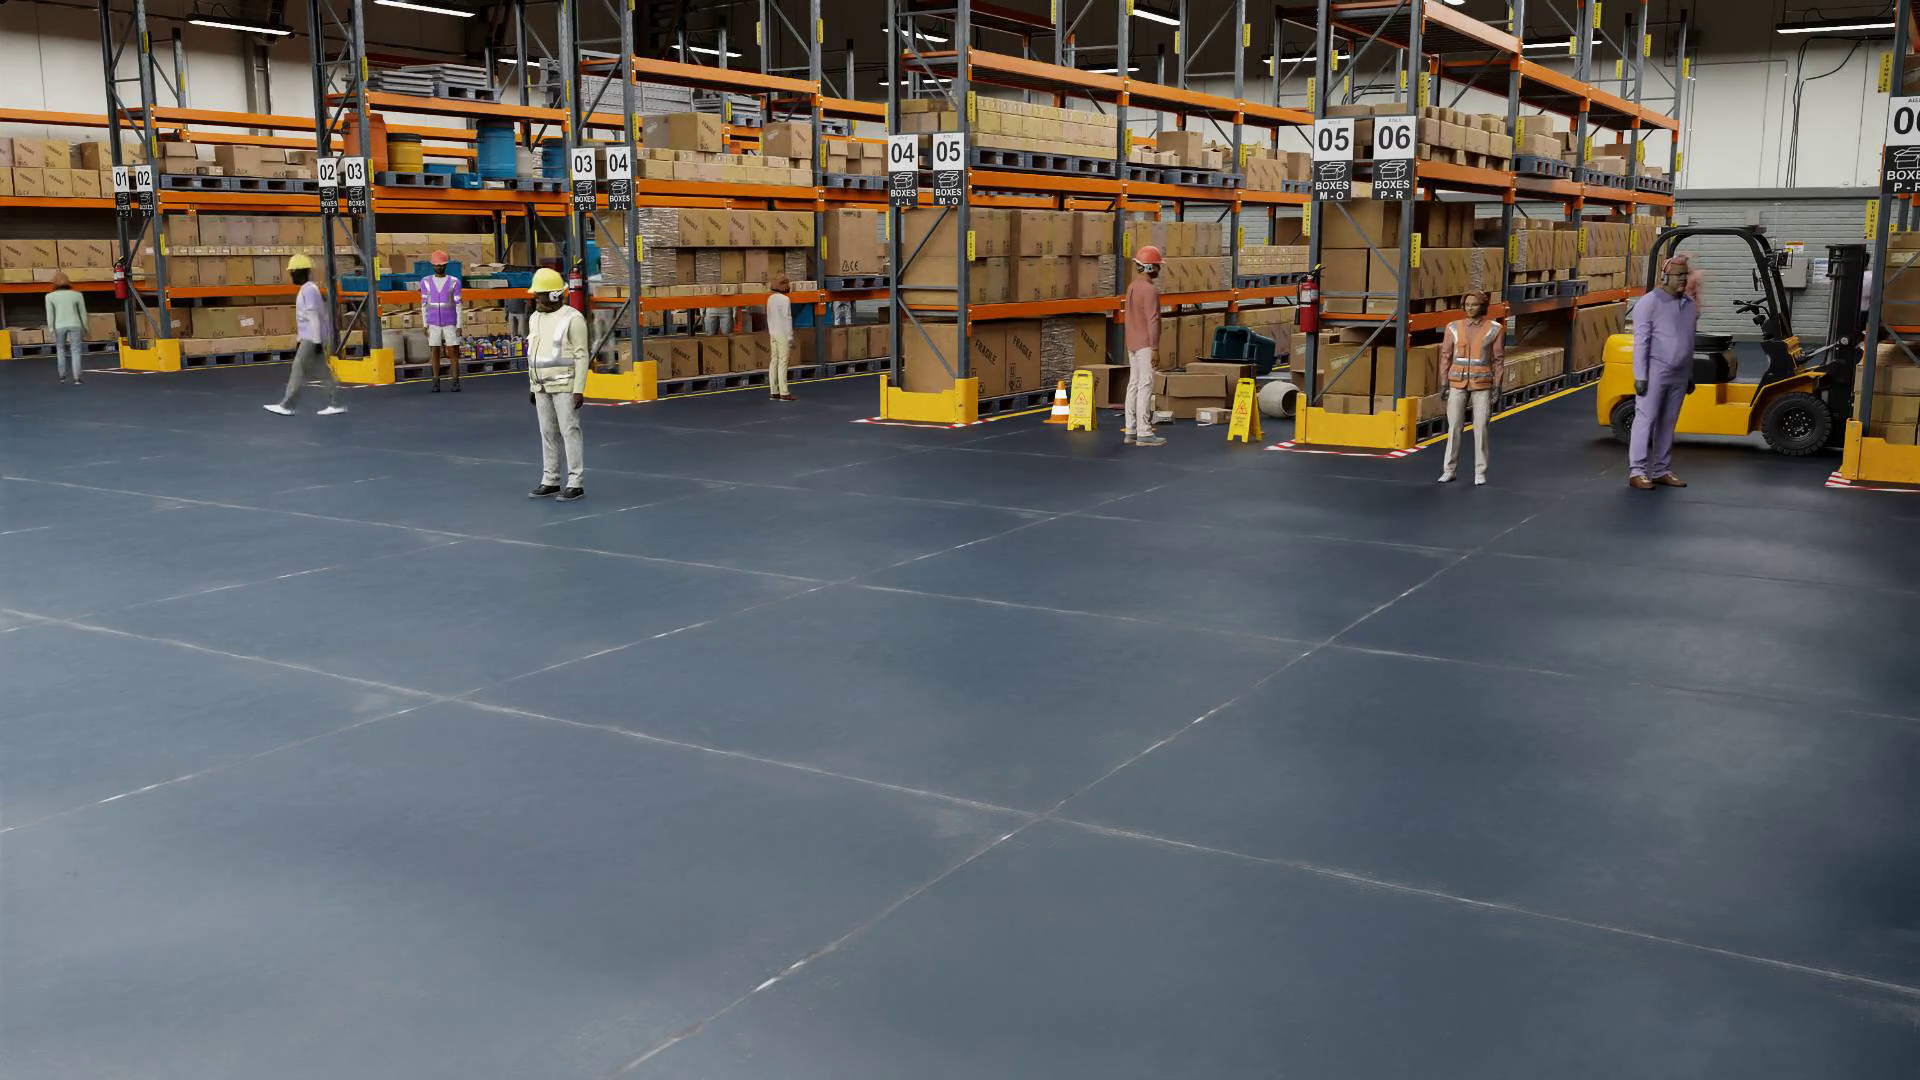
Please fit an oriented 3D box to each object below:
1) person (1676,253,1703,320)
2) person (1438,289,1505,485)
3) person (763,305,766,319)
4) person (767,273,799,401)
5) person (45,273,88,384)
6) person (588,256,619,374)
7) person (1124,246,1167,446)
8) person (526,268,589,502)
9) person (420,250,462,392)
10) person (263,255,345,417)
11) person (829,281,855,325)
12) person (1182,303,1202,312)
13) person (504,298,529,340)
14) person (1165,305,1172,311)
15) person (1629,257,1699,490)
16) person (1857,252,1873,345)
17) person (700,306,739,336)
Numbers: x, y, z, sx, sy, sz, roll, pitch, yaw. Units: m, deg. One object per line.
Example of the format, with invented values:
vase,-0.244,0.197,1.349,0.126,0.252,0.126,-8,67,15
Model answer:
person,11.956,-3.816,27.563,0.648,1.870,0.956,7,12,35
person,4.301,-1.281,13.989,0.517,1.639,0.314,6,12,29
person,-3.197,-3.977,28.593,0.754,1.810,0.599,-10,14,-43
person,-2.307,-2.615,21.472,0.278,1.634,0.498,-8,13,-36
person,-12.930,-3.059,24.099,0.517,1.588,0.865,-5,11,-28
person,-5.501,-3.443,25.523,0.526,1.846,0.749,2,10,11
person,1.864,-1.947,16.721,0.387,1.992,0.626,-3,11,-17
person,-3.191,-1.215,13.096,0.599,1.823,0.404,7,12,34
person,-7.044,-2.965,22.629,0.540,1.930,0.384,-1,10,-7
person,-7.727,-2.385,19.497,0.946,1.878,0.616,-4,11,-19
person,-2.237,-4.521,31.539,0.515,1.864,0.346,-2,10,-12
person,3.905,-3.890,28.633,0.512,1.629,0.318,2,10,13
person,-7.559,-3.849,28.387,0.498,1.633,0.284,4,11,22
person,3.983,-4.329,30.366,0.563,1.882,0.990,9,13,40
person,5.843,-1.371,13.747,0.642,1.909,0.399,-5,11,-24
person,14.298,-3.643,26.520,0.597,1.902,0.669,8,13,40
person,-3.663,-3.445,25.316,0.625,1.931,0.375,0,10,2
